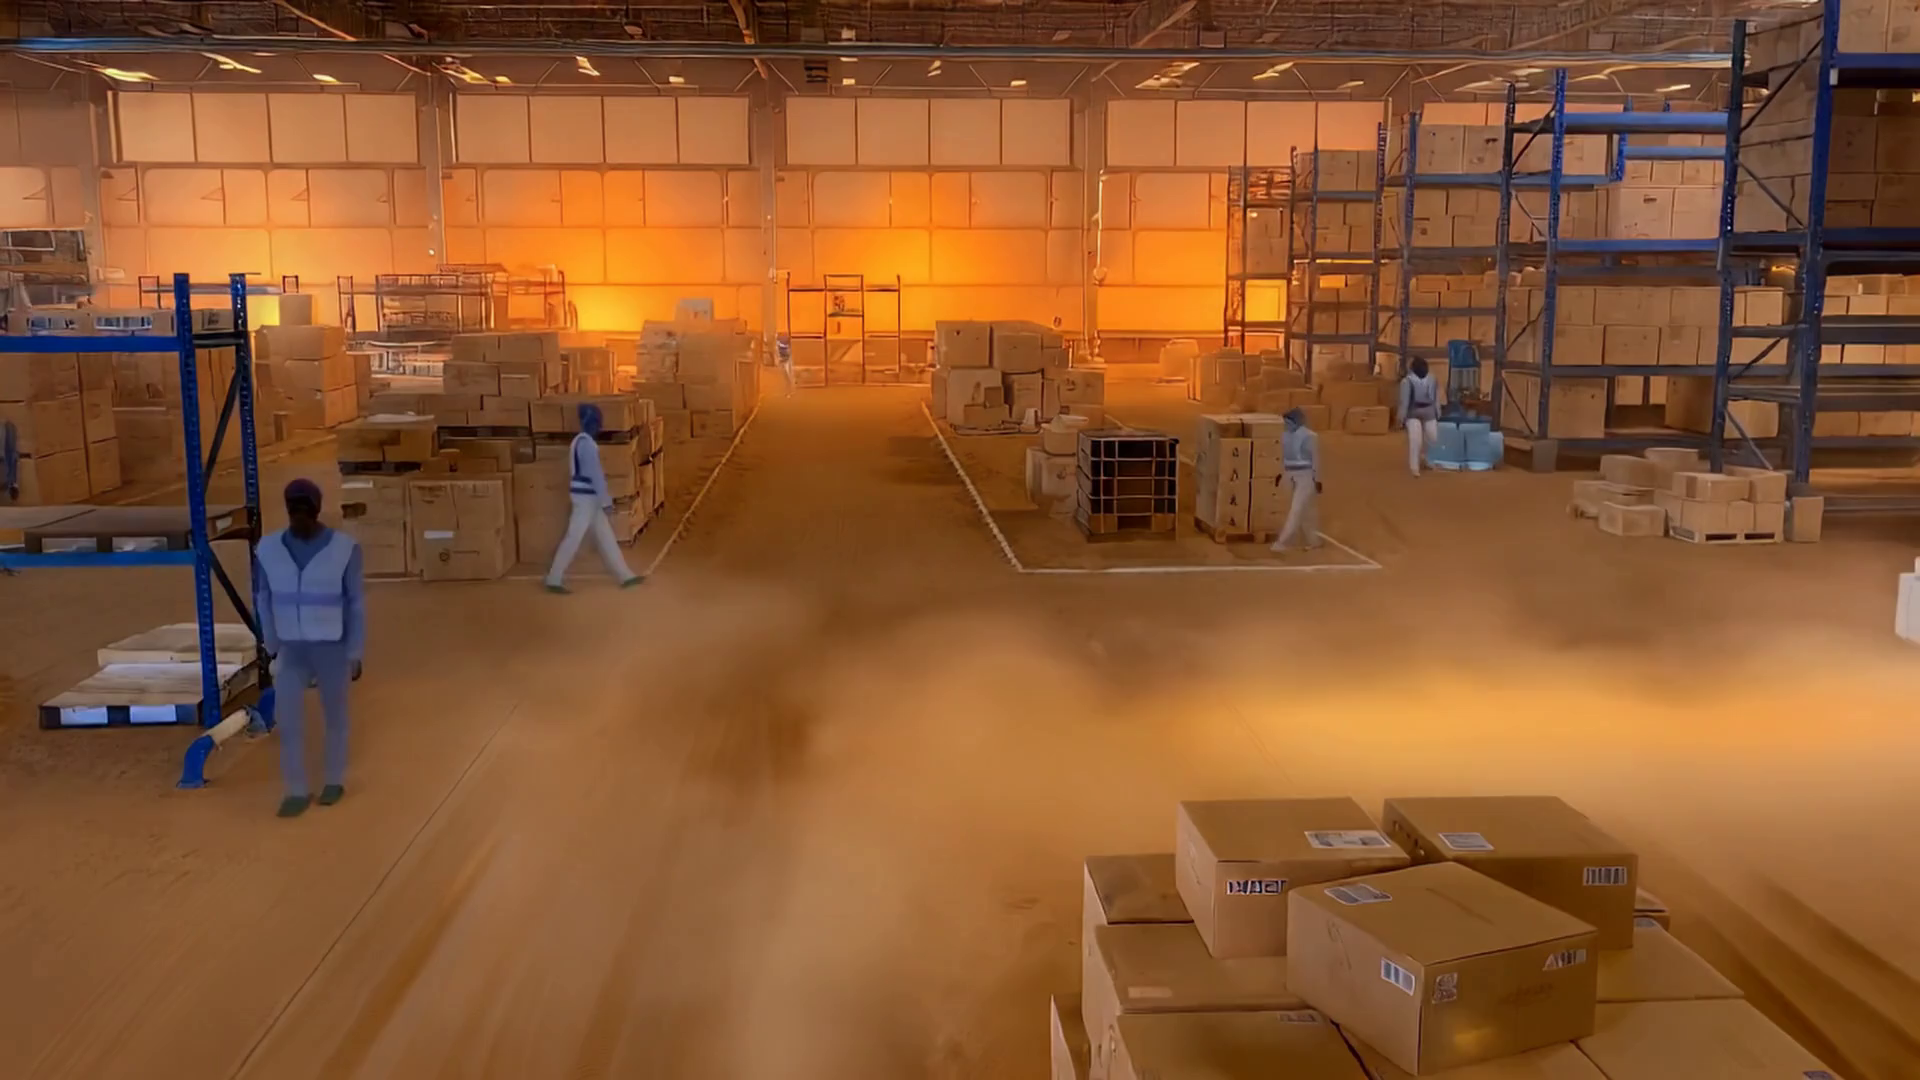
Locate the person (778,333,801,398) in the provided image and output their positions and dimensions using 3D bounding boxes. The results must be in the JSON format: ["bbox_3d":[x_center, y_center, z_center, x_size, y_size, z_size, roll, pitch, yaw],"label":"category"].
[{"bbox_3d":[-4.197,-4.283,40.882,0.668,1.602,0.580,9,13,44],"label":"person"}]

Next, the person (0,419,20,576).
[{"bbox_3d":[-9.685,-0.568,16.579,0.366,1.927,0.585,4,10,26],"label":"person"}]

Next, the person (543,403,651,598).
[{"bbox_3d":[-3.478,-0.365,15.640,1.012,1.834,0.591,-2,9,-12],"label":"person"}]

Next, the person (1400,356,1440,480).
[{"bbox_3d":[6.840,-1.812,24.700,0.657,1.828,0.443,-2,9,-14],"label":"person"}]

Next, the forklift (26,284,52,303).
[{"bbox_3d":[-19.949,-4.176,36.253,1.873,2.768,1.129,-6,11,-32],"label":"forklift"}]

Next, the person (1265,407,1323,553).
[{"bbox_3d":[3.629,-0.635,18.022,0.868,1.590,0.523,-5,10,-26],"label":"person"}]

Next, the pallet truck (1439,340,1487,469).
[{"bbox_3d":[8.004,-2.170,26.422,0.823,1.965,1.885,2,9,14],"label":"pallet truck"}]

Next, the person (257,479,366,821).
[{"bbox_3d":[-3.637,0.610,9.264,0.630,1.892,0.760,0,9,-3],"label":"person"}]
